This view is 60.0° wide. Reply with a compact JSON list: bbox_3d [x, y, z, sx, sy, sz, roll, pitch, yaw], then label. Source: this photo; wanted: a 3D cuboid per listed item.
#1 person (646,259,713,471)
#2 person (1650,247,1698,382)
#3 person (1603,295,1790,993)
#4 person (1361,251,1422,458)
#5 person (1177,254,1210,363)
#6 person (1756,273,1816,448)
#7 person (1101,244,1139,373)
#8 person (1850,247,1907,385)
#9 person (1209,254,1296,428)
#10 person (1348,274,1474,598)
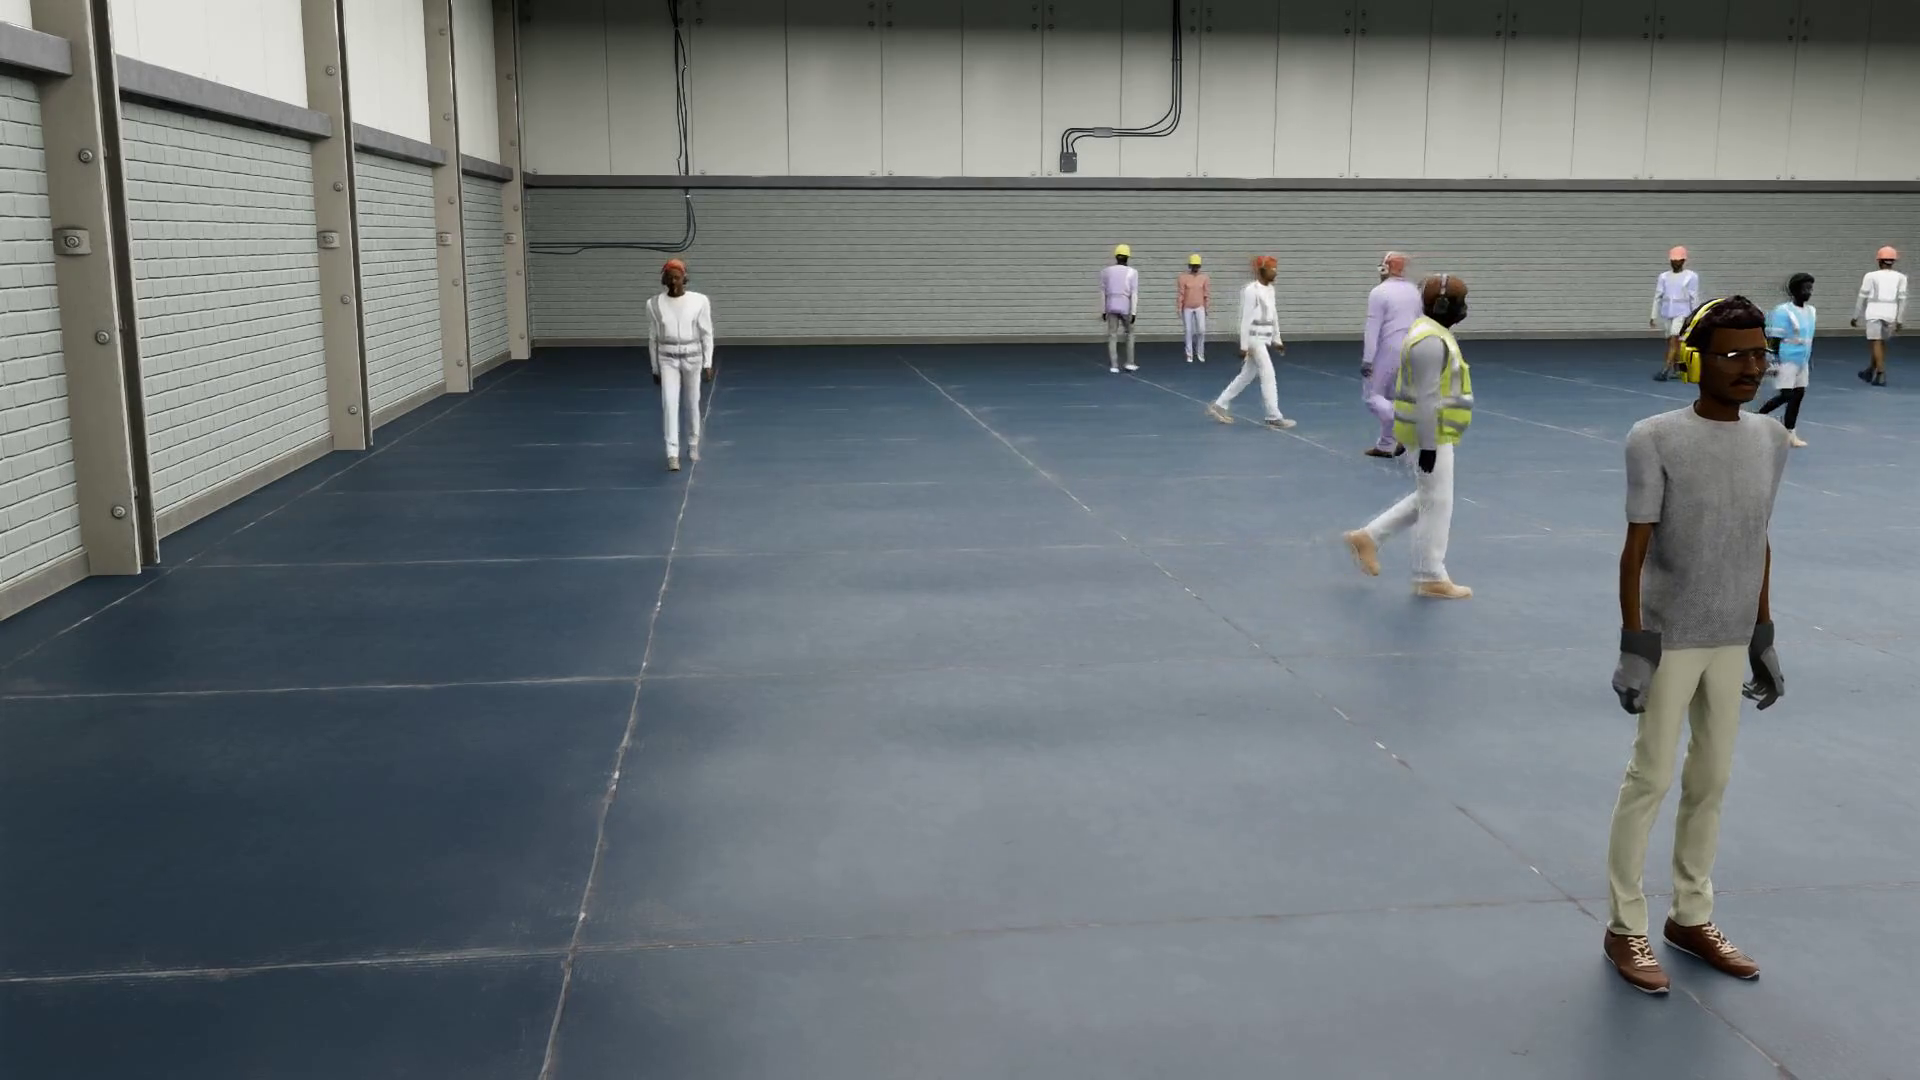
[{"bbox_3d":[-2.480,-1.571,14.756,0.576,1.840,0.992,-2,10,-8],"label":"person"},{"bbox_3d":[10.064,-3.184,23.460,0.987,1.885,0.566,-9,14,-41],"label":"person"},{"bbox_3d":[2.012,0.283,4.496,0.543,1.870,0.331,-3,11,-18],"label":"person"},{"bbox_3d":[3.937,-1.662,15.083,0.655,1.893,0.576,-8,13,-37],"label":"person"},{"bbox_3d":[3.760,-3.721,26.794,0.535,1.748,0.582,0,10,3],"label":"person"},{"bbox_3d":[7.965,-1.732,16.025,0.540,1.681,0.458,-6,12,-28],"label":"person"},{"bbox_3d":[2.411,-3.452,24.875,0.608,1.898,0.796,4,11,21],"label":"person"},{"bbox_3d":[12.659,-3.074,22.881,0.561,1.888,1.019,1,10,5],"label":"person"},{"bbox_3d":[3.126,-2.122,17.771,0.953,1.854,0.584,6,12,28],"label":"person"},{"bbox_3d":[2.583,-0.585,9.392,0.626,1.828,0.636,3,11,18],"label":"person"}]
